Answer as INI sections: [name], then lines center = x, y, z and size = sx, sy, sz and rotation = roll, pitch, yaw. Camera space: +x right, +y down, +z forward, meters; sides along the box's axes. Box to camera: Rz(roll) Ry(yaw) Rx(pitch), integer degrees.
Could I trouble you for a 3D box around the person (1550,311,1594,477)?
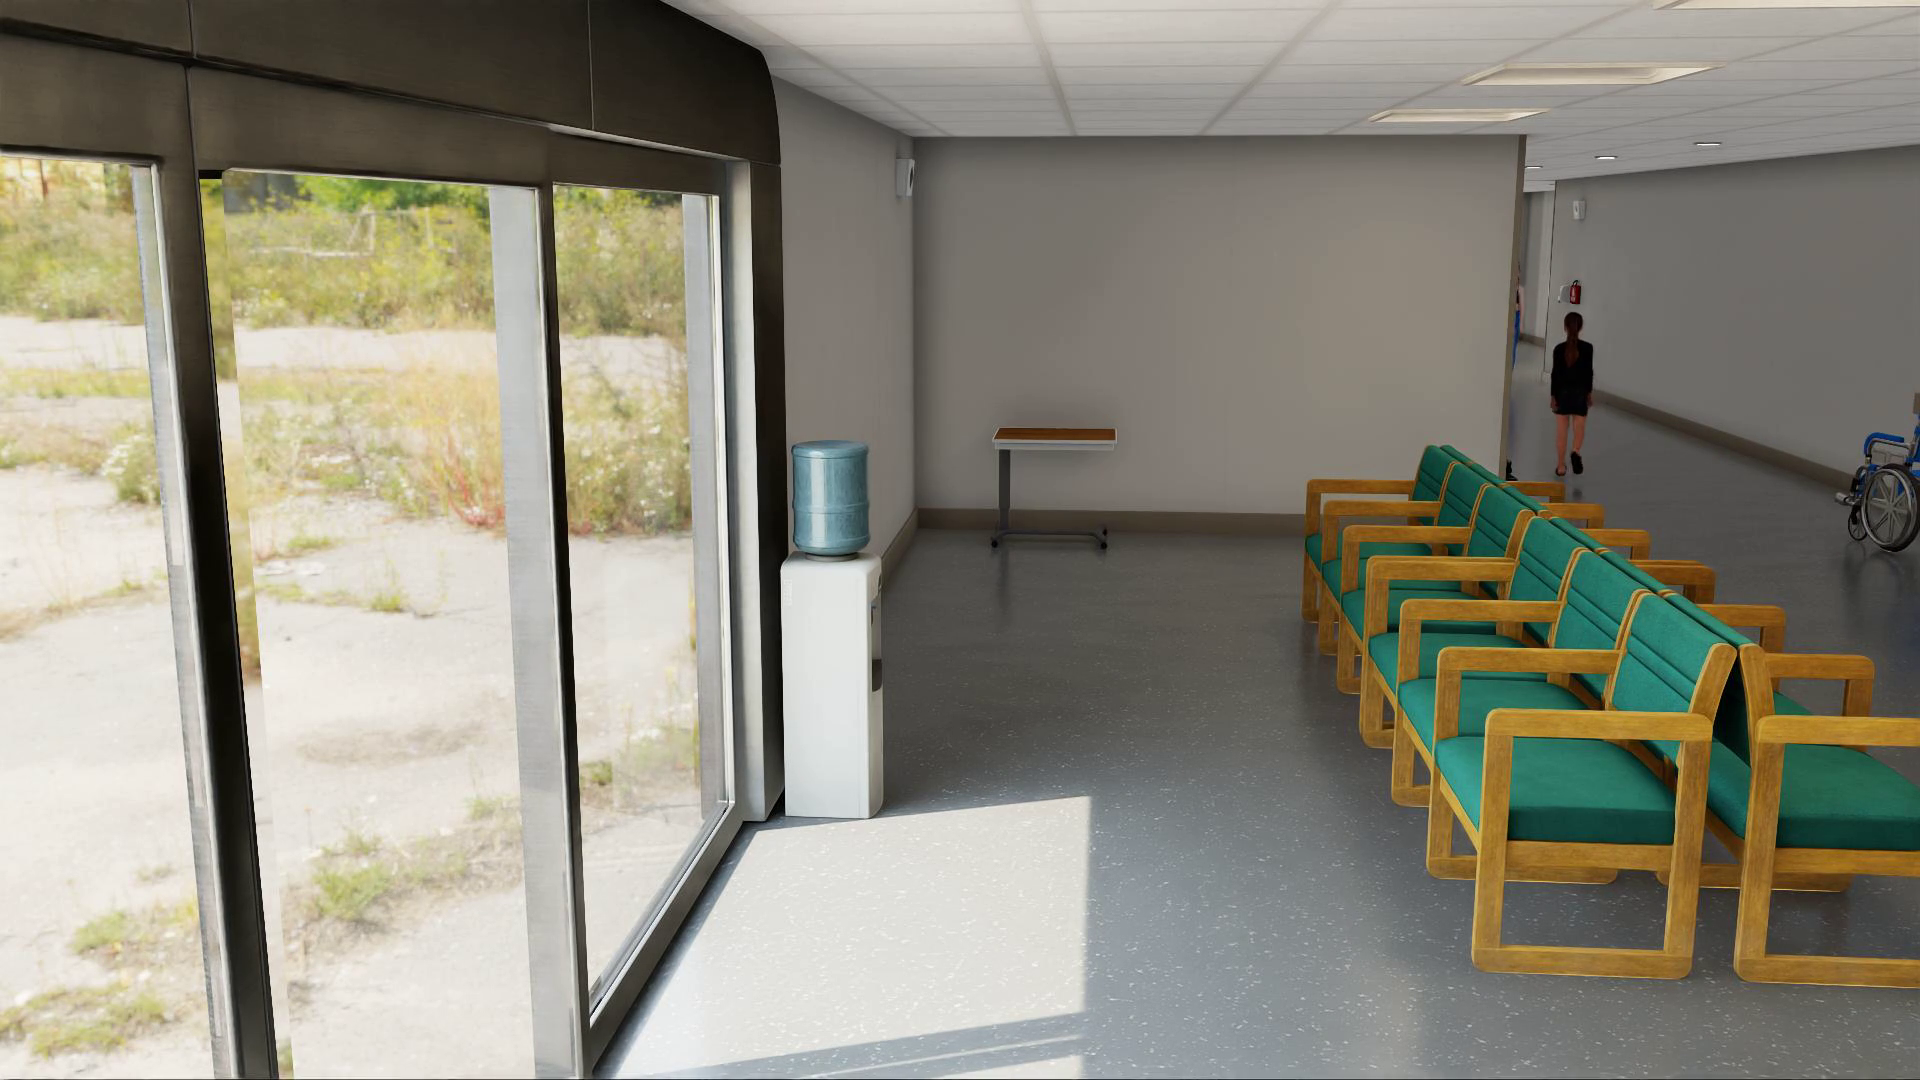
[person]
center = 5.706, -1.341, 15.490
size = 0.828, 1.542, 0.705
rotation = 3, 11, 16
